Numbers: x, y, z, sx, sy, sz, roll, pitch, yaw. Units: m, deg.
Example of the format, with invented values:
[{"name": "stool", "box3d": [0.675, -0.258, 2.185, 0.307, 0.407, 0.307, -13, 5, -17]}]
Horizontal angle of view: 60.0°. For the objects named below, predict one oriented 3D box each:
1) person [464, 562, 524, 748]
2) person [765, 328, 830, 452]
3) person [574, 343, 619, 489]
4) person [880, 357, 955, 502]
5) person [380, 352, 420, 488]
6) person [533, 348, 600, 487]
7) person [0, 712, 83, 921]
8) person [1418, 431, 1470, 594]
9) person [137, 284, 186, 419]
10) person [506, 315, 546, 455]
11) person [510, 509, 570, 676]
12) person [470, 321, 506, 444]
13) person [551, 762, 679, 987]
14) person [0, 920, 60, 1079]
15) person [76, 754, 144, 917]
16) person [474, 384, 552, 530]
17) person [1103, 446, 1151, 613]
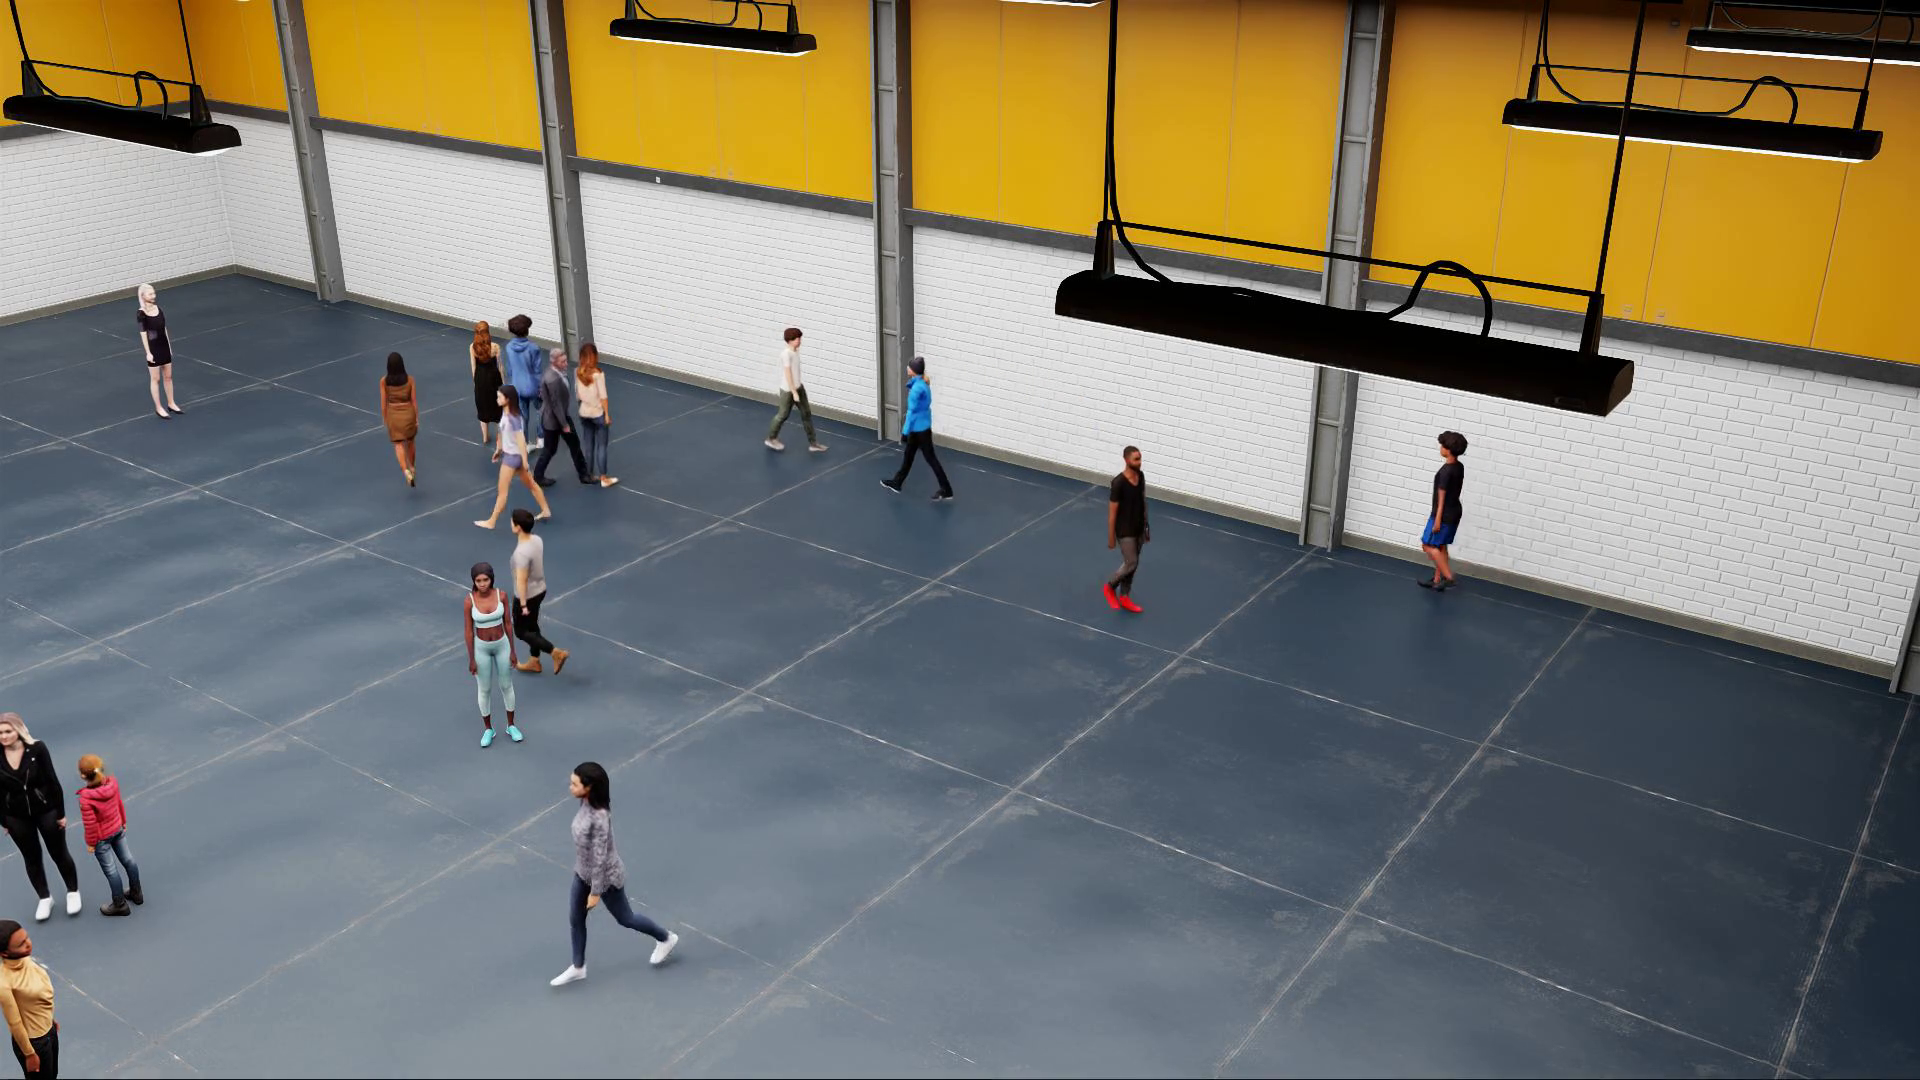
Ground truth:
[{"name": "person", "box3d": [-4.080, 0.980, 14.509, 0.656, 1.725, 0.685, -9, 25, -20]}, {"name": "person", "box3d": [-2.210, -1.889, 21.204, 1.132, 1.619, 0.710, 9, 25, 21]}, {"name": "person", "box3d": [-4.446, -1.514, 20.131, 0.523, 1.791, 0.687, 10, 25, 21]}, {"name": "person", "box3d": [-0.373, -1.267, 19.621, 1.248, 1.748, 0.934, 5, 24, 12]}, {"name": "person", "box3d": [-6.730, -1.414, 20.066, 0.924, 1.660, 1.103, -10, 25, -21]}, {"name": "person", "box3d": [-4.912, -1.456, 20.015, 1.219, 1.778, 1.068, -1, 24, -3]}, {"name": "person", "box3d": [-6.796, 2.008, 12.211, 0.691, 1.683, 0.727, -7, 25, -16]}, {"name": "person", "box3d": [5.116, -0.247, 17.245, 0.702, 1.781, 0.618, 17, 29, 35]}, {"name": "person", "box3d": [-10.857, -2.560, 22.474, 0.571, 1.832, 0.620, 8, 25, 17]}, {"name": "person", "box3d": [-5.535, -1.934, 21.089, 0.731, 1.794, 0.846, 7, 25, 15]}, {"name": "person", "box3d": [-3.976, 0.513, 15.597, 0.958, 1.708, 0.793, 5, 24, 12]}, {"name": "person", "box3d": [-6.129, -2.050, 21.568, 0.665, 1.623, 0.728, -3, 24, -8]}, {"name": "person", "box3d": [-2.408, 2.304, 11.510, 0.953, 1.701, 1.146, -15, 28, -30]}, {"name": "person", "box3d": [-5.578, 2.984, 10.005, 0.749, 1.660, 0.679, -6, 24, -13]}, {"name": "person", "box3d": [-6.300, 2.166, 12.304, 0.574, 1.318, 0.572, 8, 25, 17]}, {"name": "person", "box3d": [-4.993, -0.950, 18.976, 1.027, 1.683, 1.135, -11, 26, -23]}, {"name": "person", "box3d": [1.655, -0.128, 16.956, 0.678, 1.795, 0.667, 19, 30, 36]}]
